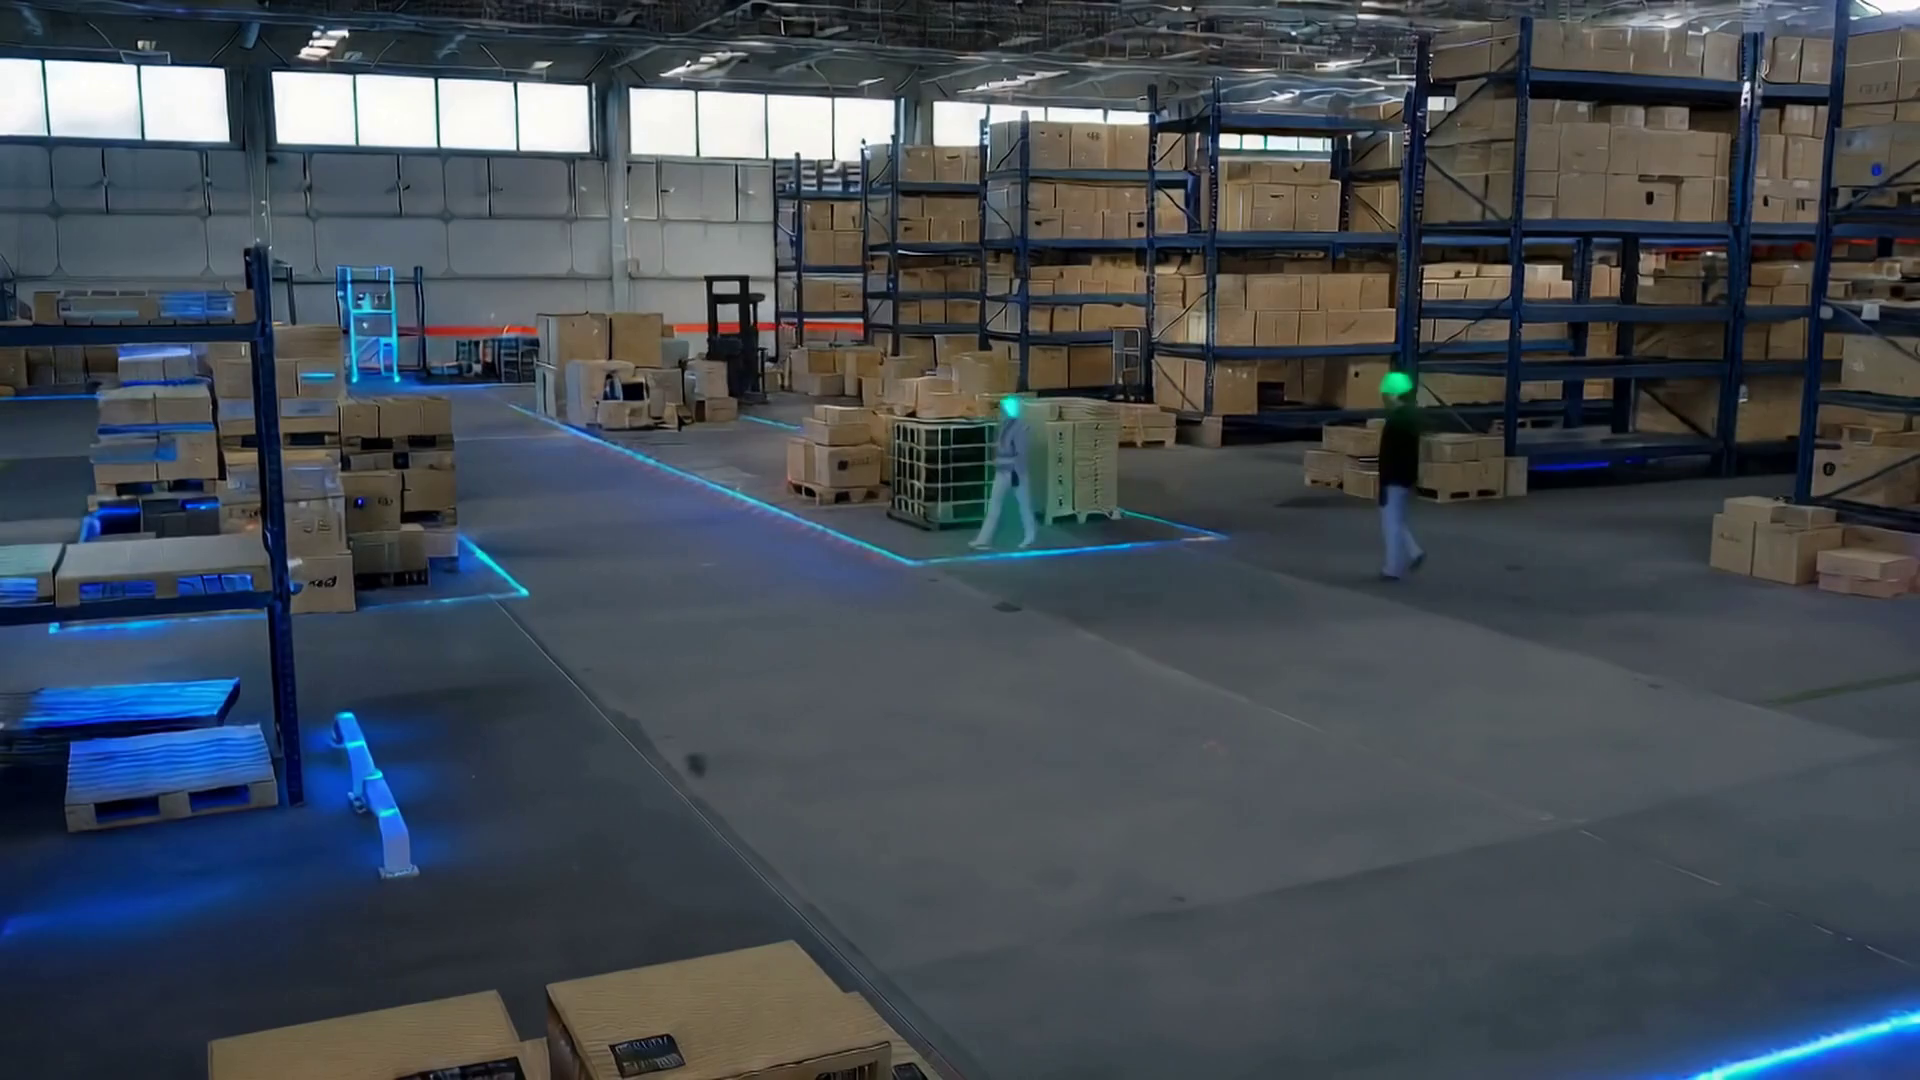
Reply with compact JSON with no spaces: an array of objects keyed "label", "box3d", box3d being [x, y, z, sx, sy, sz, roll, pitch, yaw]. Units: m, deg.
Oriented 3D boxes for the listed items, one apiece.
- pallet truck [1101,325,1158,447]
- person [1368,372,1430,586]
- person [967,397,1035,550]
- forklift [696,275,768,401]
[{"label":"pallet truck","box3d":[2.881,-2.596,27.923,0.823,1.965,1.885,-1,9,-7]},{"label":"person","box3d":[4.008,-0.552,15.286,0.445,1.977,0.632,6,11,31]},{"label":"person","box3d":[0.473,-0.669,17.191,0.847,1.594,0.531,-8,12,-40]},{"label":"forklift","box3d":[-5.100,-4.446,36.668,1.129,2.768,1.873,-4,10,-25]}]
